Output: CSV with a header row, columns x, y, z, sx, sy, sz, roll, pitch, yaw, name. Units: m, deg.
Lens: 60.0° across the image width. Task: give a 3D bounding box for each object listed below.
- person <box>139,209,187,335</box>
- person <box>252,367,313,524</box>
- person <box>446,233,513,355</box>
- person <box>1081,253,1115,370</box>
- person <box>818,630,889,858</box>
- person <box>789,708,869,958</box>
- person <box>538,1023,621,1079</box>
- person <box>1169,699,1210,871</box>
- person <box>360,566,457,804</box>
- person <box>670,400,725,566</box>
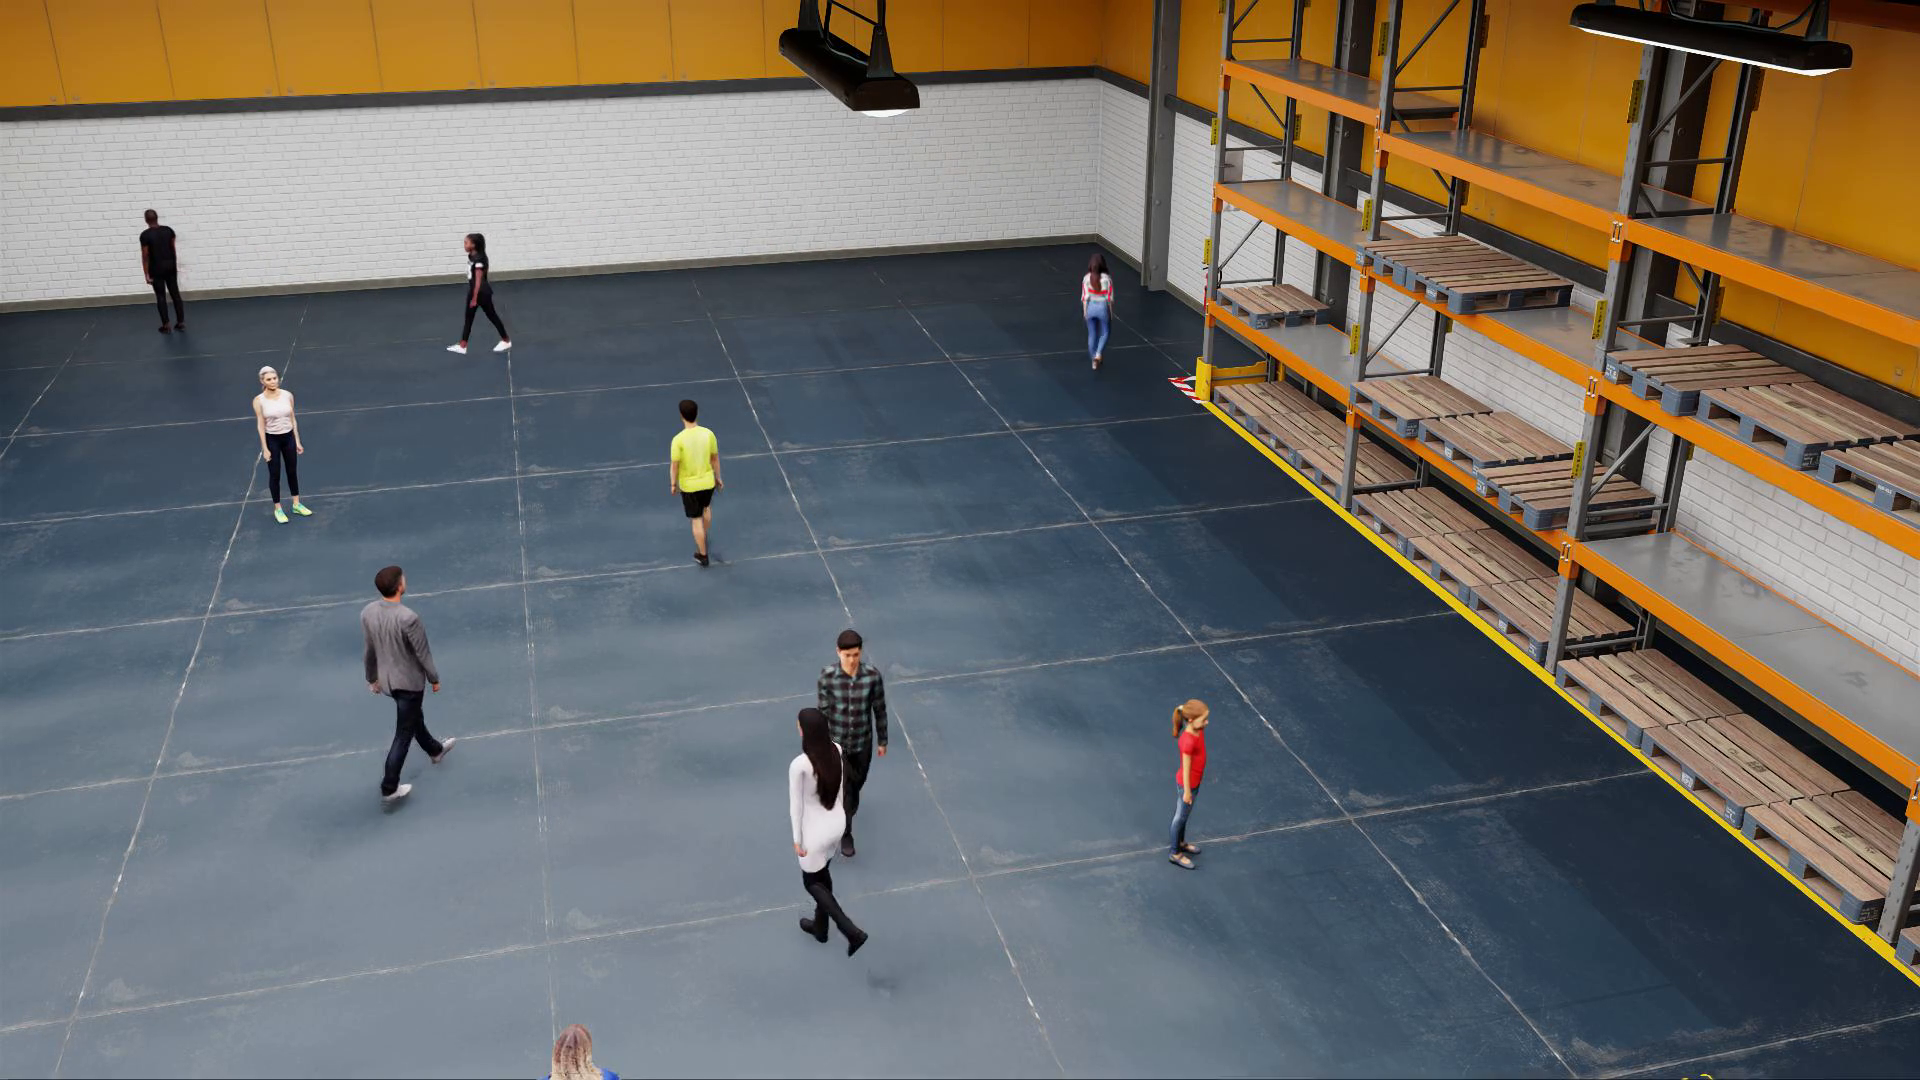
x,y,z,sx,sy,sz,roll,pitch,yaw,name
-11.637,-3.941,24.339,0.786,1.818,0.772,20,31,38,person
-7.318,-1.049,17.868,0.707,1.702,0.678,18,30,36,person
-6.647,-3.425,23.323,0.955,1.686,1.168,-16,28,-32,person
1.867,-3.095,22.666,0.746,1.608,0.790,6,24,14,person
-0.817,1.399,12.191,0.751,1.687,1.089,-4,24,-10,person
-0.856,1.952,10.897,1.061,1.787,0.915,21,31,39,person
-1.874,3.175,8.228,0.634,1.684,0.607,-7,24,-15,person
1.642,1.730,12.000,0.628,1.309,0.550,8,25,19,person
-4.306,1.133,12.721,1.181,1.827,1.313,10,25,21,person
-2.618,-0.559,16.770,0.815,1.683,1.000,-13,27,-28,person
